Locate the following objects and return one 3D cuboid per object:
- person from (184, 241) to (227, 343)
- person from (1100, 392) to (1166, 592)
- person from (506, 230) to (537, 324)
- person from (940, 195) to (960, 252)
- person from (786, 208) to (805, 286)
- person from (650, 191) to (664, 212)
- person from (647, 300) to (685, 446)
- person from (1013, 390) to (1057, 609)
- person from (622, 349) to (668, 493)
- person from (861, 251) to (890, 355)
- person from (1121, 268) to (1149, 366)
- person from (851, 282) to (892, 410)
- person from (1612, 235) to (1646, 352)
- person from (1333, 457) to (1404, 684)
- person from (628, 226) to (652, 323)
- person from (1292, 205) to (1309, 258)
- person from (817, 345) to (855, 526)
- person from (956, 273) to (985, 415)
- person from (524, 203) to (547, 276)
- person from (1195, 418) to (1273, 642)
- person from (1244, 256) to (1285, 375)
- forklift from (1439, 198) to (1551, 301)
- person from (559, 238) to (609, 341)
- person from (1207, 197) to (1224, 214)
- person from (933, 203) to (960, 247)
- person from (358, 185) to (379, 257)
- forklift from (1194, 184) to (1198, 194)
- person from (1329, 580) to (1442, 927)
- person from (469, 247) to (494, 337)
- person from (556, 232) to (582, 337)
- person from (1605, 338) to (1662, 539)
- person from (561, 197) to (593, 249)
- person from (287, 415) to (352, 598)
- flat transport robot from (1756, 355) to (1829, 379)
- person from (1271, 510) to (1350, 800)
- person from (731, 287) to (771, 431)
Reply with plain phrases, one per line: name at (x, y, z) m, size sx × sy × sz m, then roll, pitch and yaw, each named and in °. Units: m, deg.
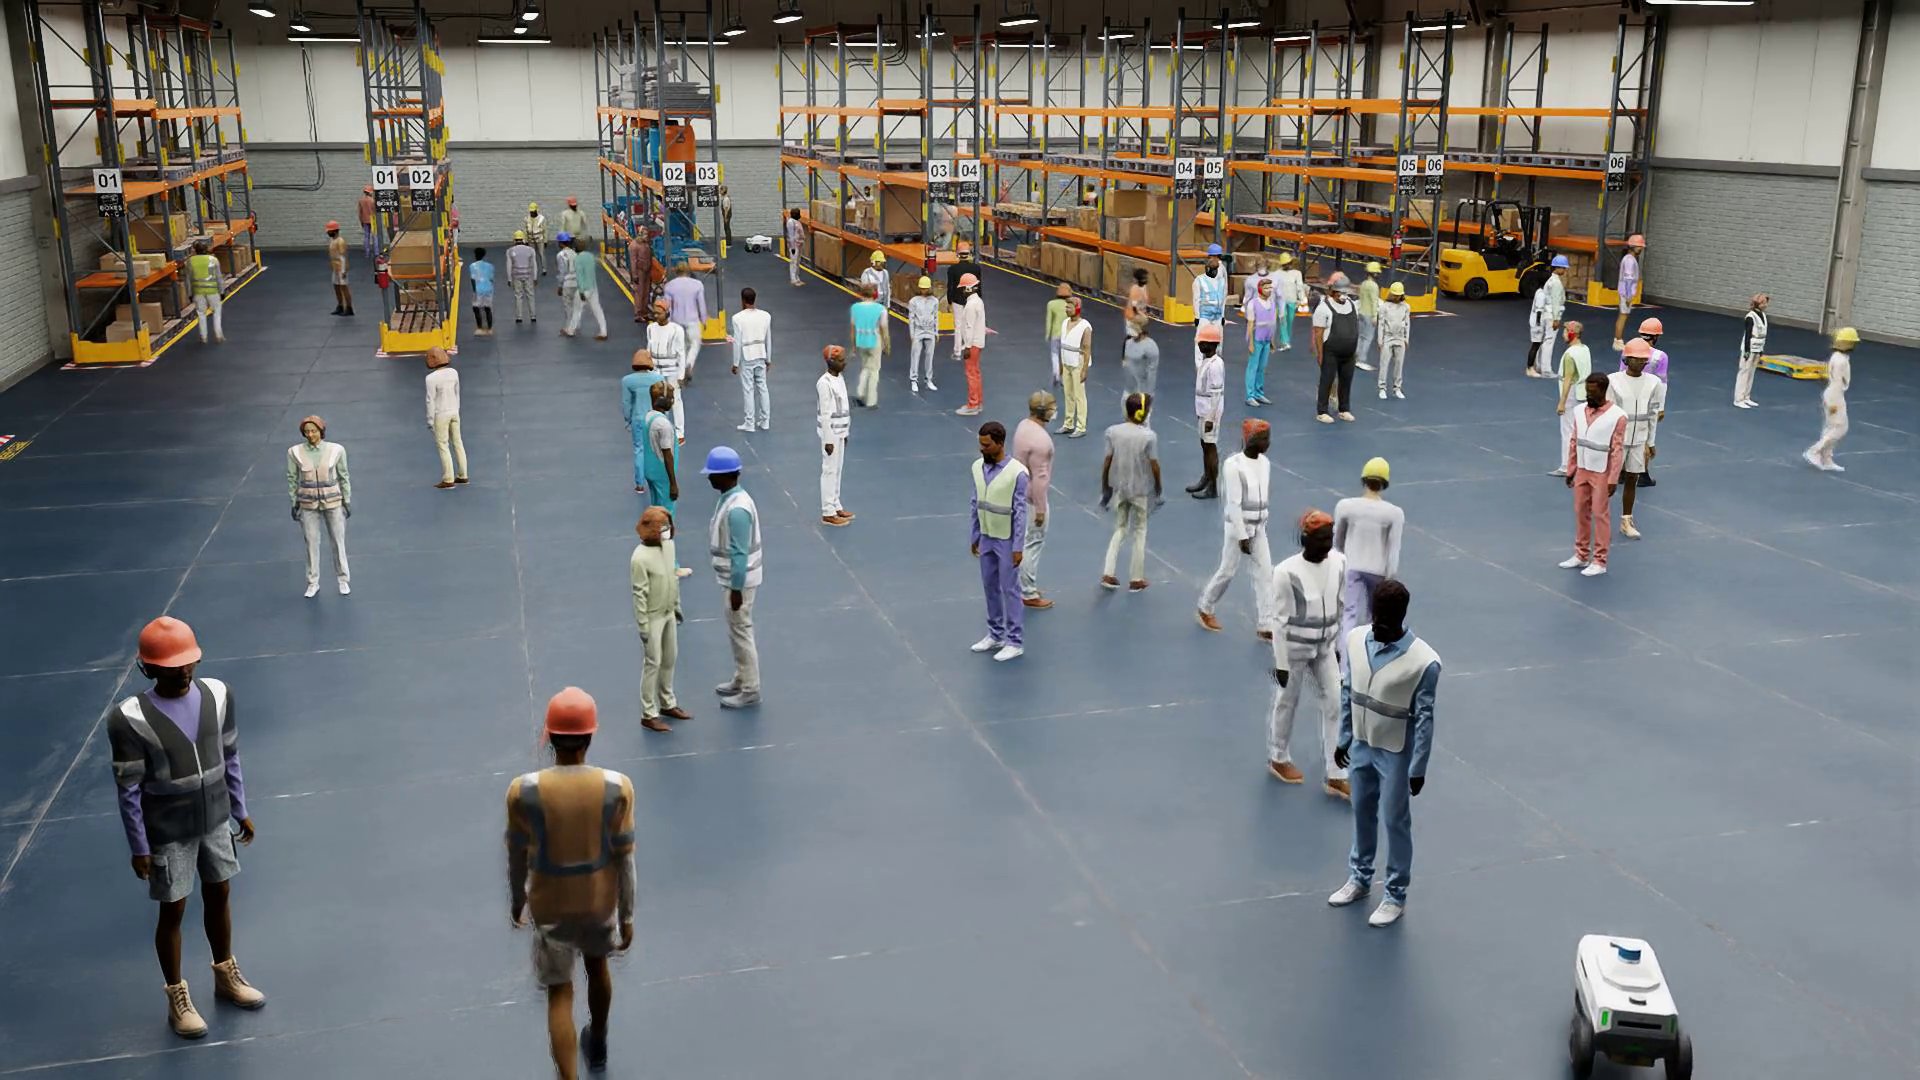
person at (-13.728, -4.512, 30.303) m, size 0.633 × 1.840 × 0.429 m, roll -3°, pitch 15°, yaw -10°
person at (1.561, -0.432, 14.933) m, size 0.544 × 1.848 × 0.444 m, roll 10°, pitch 18°, yaw 34°
person at (-8.659, -5.192, 32.880) m, size 0.592 × 1.828 × 0.404 m, roll -6°, pitch 16°, yaw -22°
person at (-0.327, -8.271, 44.438) m, size 0.862 × 1.882 × 0.637 m, roll -12°, pitch 19°, yaw -37°
person at (-3.887, -6.965, 39.528) m, size 0.429 × 1.842 × 0.636 m, roll 2°, pitch 15°, yaw 9°
person at (-8.331, -8.764, 46.161) m, size 0.593 × 1.918 × 0.397 m, roll 13°, pitch 20°, yaw 41°
person at (-3.759, -2.130, 21.273) m, size 0.581 × 1.879 × 0.345 m, roll 8°, pitch 17°, yaw 27°
person at (0.632, -0.346, 14.461) m, size 0.393 × 1.926 × 0.644 m, roll -4°, pitch 15°, yaw -15°
person at (-3.539, -1.340, 18.759) m, size 0.499 × 1.633 × 0.281 m, roll -2°, pitch 15°, yaw -7°
person at (-1.431, -4.076, 28.704) m, size 0.586 × 1.824 × 0.404 m, roll -13°, pitch 19°, yaw -39°
person at (2.918, -3.659, 27.433) m, size 0.608 × 1.649 × 0.556 m, roll 9°, pitch 17°, yaw 29°
person at (-1.267, -2.753, 23.696) m, size 0.573 × 1.828 × 0.451 m, roll 8°, pitch 17°, yaw 28°
person at (11.784, -4.342, 29.274) m, size 0.392 × 2.040 × 0.611 m, roll 5°, pitch 16°, yaw 18°
person at (3.091, 0.227, 12.704) m, size 0.524 × 1.718 × 0.926 m, roll 4°, pitch 15°, yaw 15°
person at (-6.320, -5.283, 33.108) m, size 0.401 × 1.893 × 0.654 m, roll 5°, pitch 16°, yaw 18°
person at (8.827, -7.855, 43.043) m, size 0.349 × 1.761 × 0.528 m, roll -10°, pitch 18°, yaw -33°
person at (-1.305, -1.094, 17.355) m, size 0.350 × 1.882 × 0.583 m, roll 3°, pitch 15°, yaw 10°
person at (0.154, -2.765, 23.466) m, size 0.411 × 1.979 × 0.629 m, roll 3°, pitch 15°, yaw 9°
person at (-10.613, -7.511, 41.626) m, size 0.595 × 1.825 × 0.404 m, roll 3°, pitch 15°, yaw 10°
person at (2.347, -0.084, 13.685) m, size 0.578 × 1.838 × 0.921 m, roll -11°, pitch 18°, yaw -36°
person at (4.944, -3.676, 27.060) m, size 0.667 × 1.893 × 0.845 m, roll 1°, pitch 15°, yaw 4°
forklift at (11.913, -6.508, 37.130) m, size 2.313 × 2.155 × 1.214 m, roll -4°, pitch 15°, yaw -15°
person at (-6.929, -4.588, 30.491) m, size 1.028 × 1.877 × 0.661 m, roll 6°, pitch 16°, yaw 21°
person at (7.903, -10.069, 51.505) m, size 0.534 × 1.692 × 0.319 m, roll 1°, pitch 15°, yaw 3°
person at (-0.370, -9.523, 49.073) m, size 1.024 × 1.897 × 0.627 m, roll -5°, pitch 16°, yaw -18°
person at (-16.528, -8.932, 46.633) m, size 0.616 × 1.993 × 0.395 m, roll 4°, pitch 15°, yaw 14°
forklift at (7.392, -11.333, 53.972) m, size 1.873 × 2.768 × 1.129 m, roll -4°, pitch 15°, yaw -15°
person at (2.291, 1.122, 8.970) m, size 0.397 × 1.911 × 0.587 m, roll -11°, pitch 18°, yaw -36°
person at (-8.908, -4.641, 31.113) m, size 0.422 × 1.661 × 0.551 m, roll 13°, pitch 19°, yaw 40°
person at (-7.340, -4.779, 31.096) m, size 0.405 × 1.946 × 0.609 m, roll 5°, pitch 16°, yaw 18°
person at (6.722, -1.015, 16.745) m, size 0.607 × 2.048 × 0.370 m, roll -1°, pitch 15°, yaw -3°
person at (-9.606, -7.633, 41.821) m, size 0.757 × 1.939 × 0.924 m, roll -9°, pitch 17°, yaw -31°
person at (-5.702, -0.302, 14.844) m, size 0.525 × 1.639 × 0.307 m, roll -4°, pitch 15°, yaw -15°
flat transport robot at (13.501, -2.815, 26.920) m, size 0.652 × 0.197 × 1.431 m, roll -3°, pitch 15°, yaw -11°
person at (2.270, 0.739, 10.506) m, size 0.616 × 1.851 × 0.864 m, roll -7°, pitch 16°, yaw -24°
person at (-2.776, -2.413, 22.255) m, size 0.596 × 1.915 × 0.374 m, roll -13°, pitch 19°, yaw -39°
